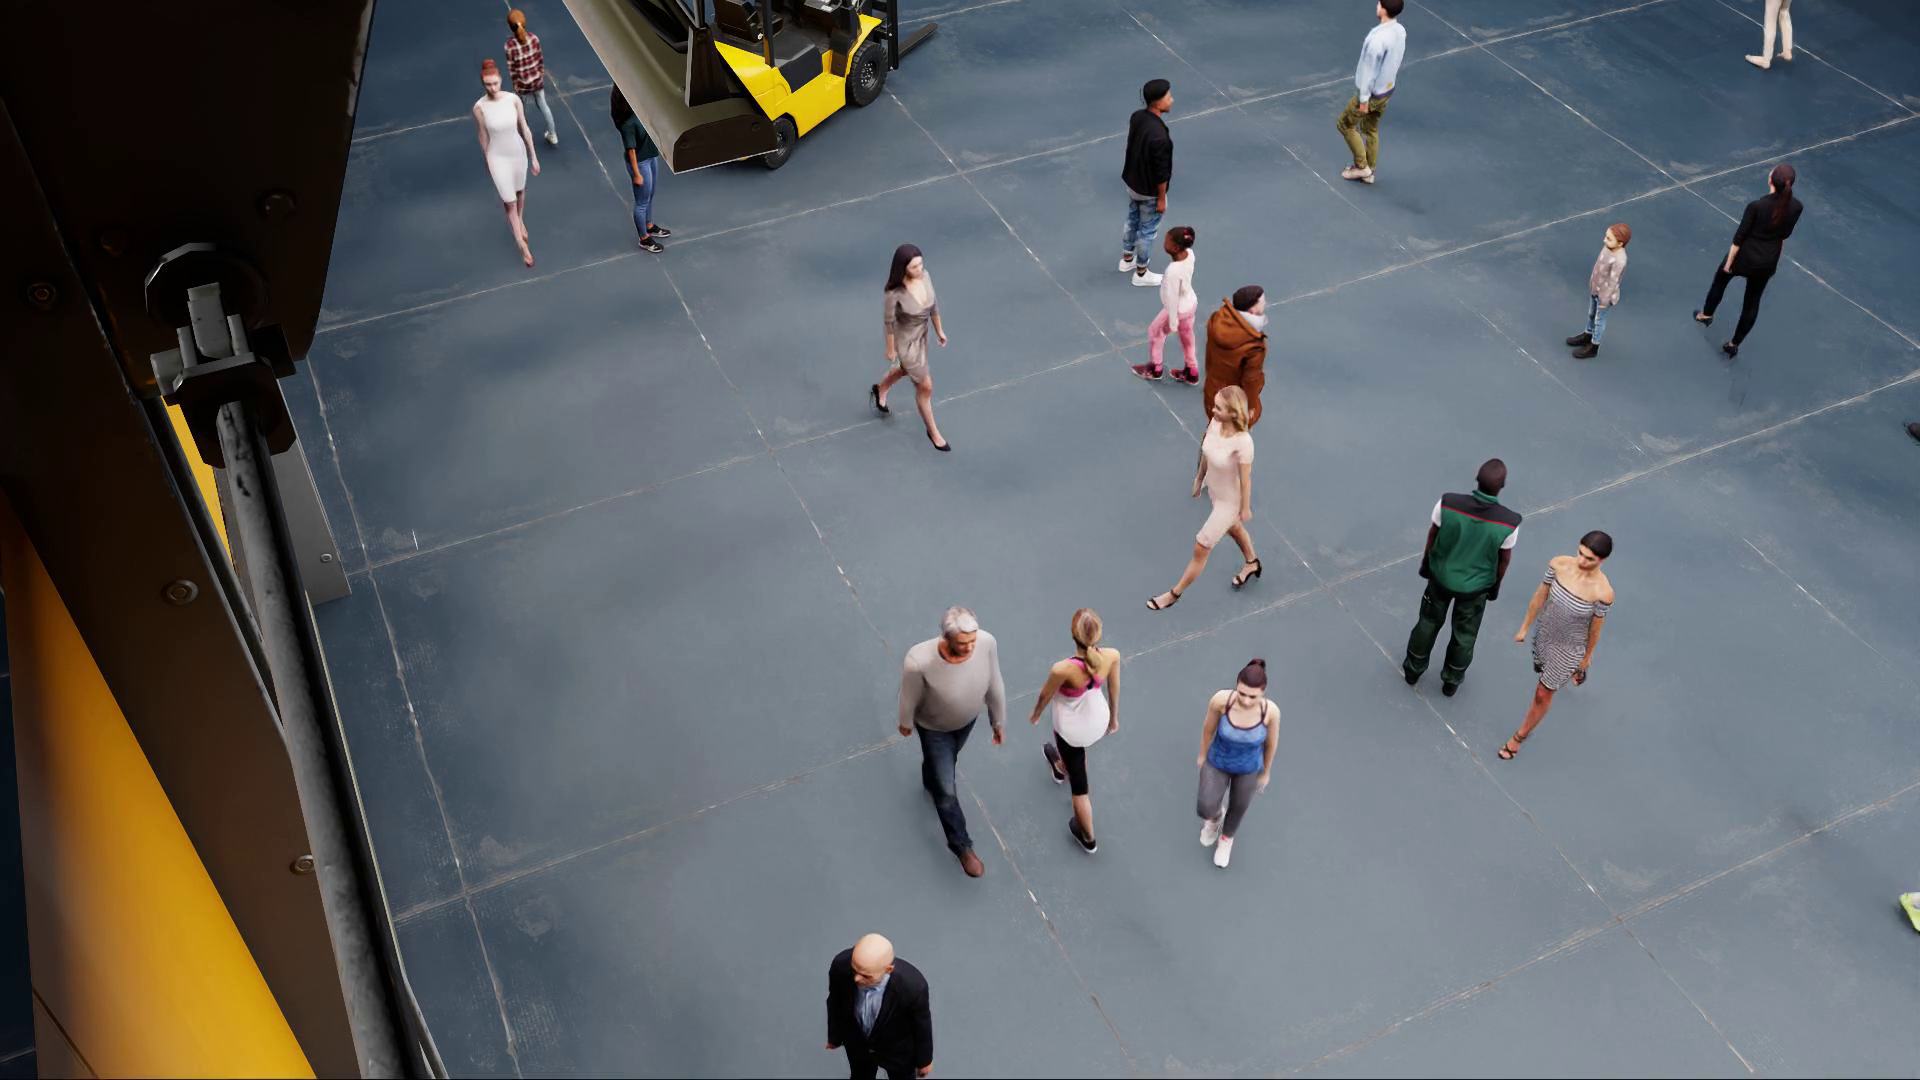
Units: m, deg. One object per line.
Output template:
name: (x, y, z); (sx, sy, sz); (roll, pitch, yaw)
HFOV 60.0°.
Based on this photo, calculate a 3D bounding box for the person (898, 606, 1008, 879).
person: (-0.106, 0.956, 9.566); (0.774, 1.863, 1.160); (-20, 47, -20)

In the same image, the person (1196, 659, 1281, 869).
person: (1.574, 1.224, 9.471); (0.700, 1.605, 0.754); (11, 45, 12)

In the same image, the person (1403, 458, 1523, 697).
person: (3.111, 0.236, 10.341); (0.742, 1.836, 0.823); (18, 47, 18)

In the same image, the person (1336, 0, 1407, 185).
person: (3.741, -3.954, 14.767); (0.773, 1.798, 0.787); (32, 52, 29)

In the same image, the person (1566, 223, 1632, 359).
person: (5.093, -1.977, 13.129); (0.588, 1.195, 0.485); (-4, 44, -4)

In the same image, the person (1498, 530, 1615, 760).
person: (3.674, 0.575, 10.021); (0.816, 1.788, 1.057); (-28, 50, -26)

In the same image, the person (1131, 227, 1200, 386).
person: (1.740, -1.768, 12.740); (0.850, 1.430, 0.737); (28, 50, 26)

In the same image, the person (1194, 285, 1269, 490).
person: (1.894, -1.012, 11.654); (0.791, 1.833, 0.653); (-22, 48, -22)

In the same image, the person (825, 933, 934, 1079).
person: (-0.382, 2.424, 8.072); (0.760, 1.797, 0.815); (13, 45, 14)

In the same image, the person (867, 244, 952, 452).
person: (-0.411, -1.479, 12.232); (1.164, 1.710, 0.934); (28, 50, 26)

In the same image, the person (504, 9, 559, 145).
person: (-3.988, -4.286, 15.496); (0.632, 1.273, 0.916); (-27, 50, -25)

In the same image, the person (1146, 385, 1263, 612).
person: (1.815, -0.287, 10.936); (0.662, 1.773, 1.080); (-16, 46, -16)

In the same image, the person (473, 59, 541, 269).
person: (-3.825, -3.255, 14.055); (0.584, 1.767, 0.938); (-20, 47, -20)

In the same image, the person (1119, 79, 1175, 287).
person: (1.532, -2.952, 13.708); (0.762, 1.808, 0.539); (-15, 46, -15)

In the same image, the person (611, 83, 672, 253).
person: (-2.711, -3.234, 14.143); (0.773, 1.616, 0.692); (6, 44, 6)

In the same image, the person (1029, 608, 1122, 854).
person: (0.719, 1.140, 9.449); (0.629, 1.758, 1.001); (-20, 47, -20)

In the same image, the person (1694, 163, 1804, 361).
person: (6.200, -2.114, 12.953); (0.834, 1.637, 0.971); (2, 44, 3)
